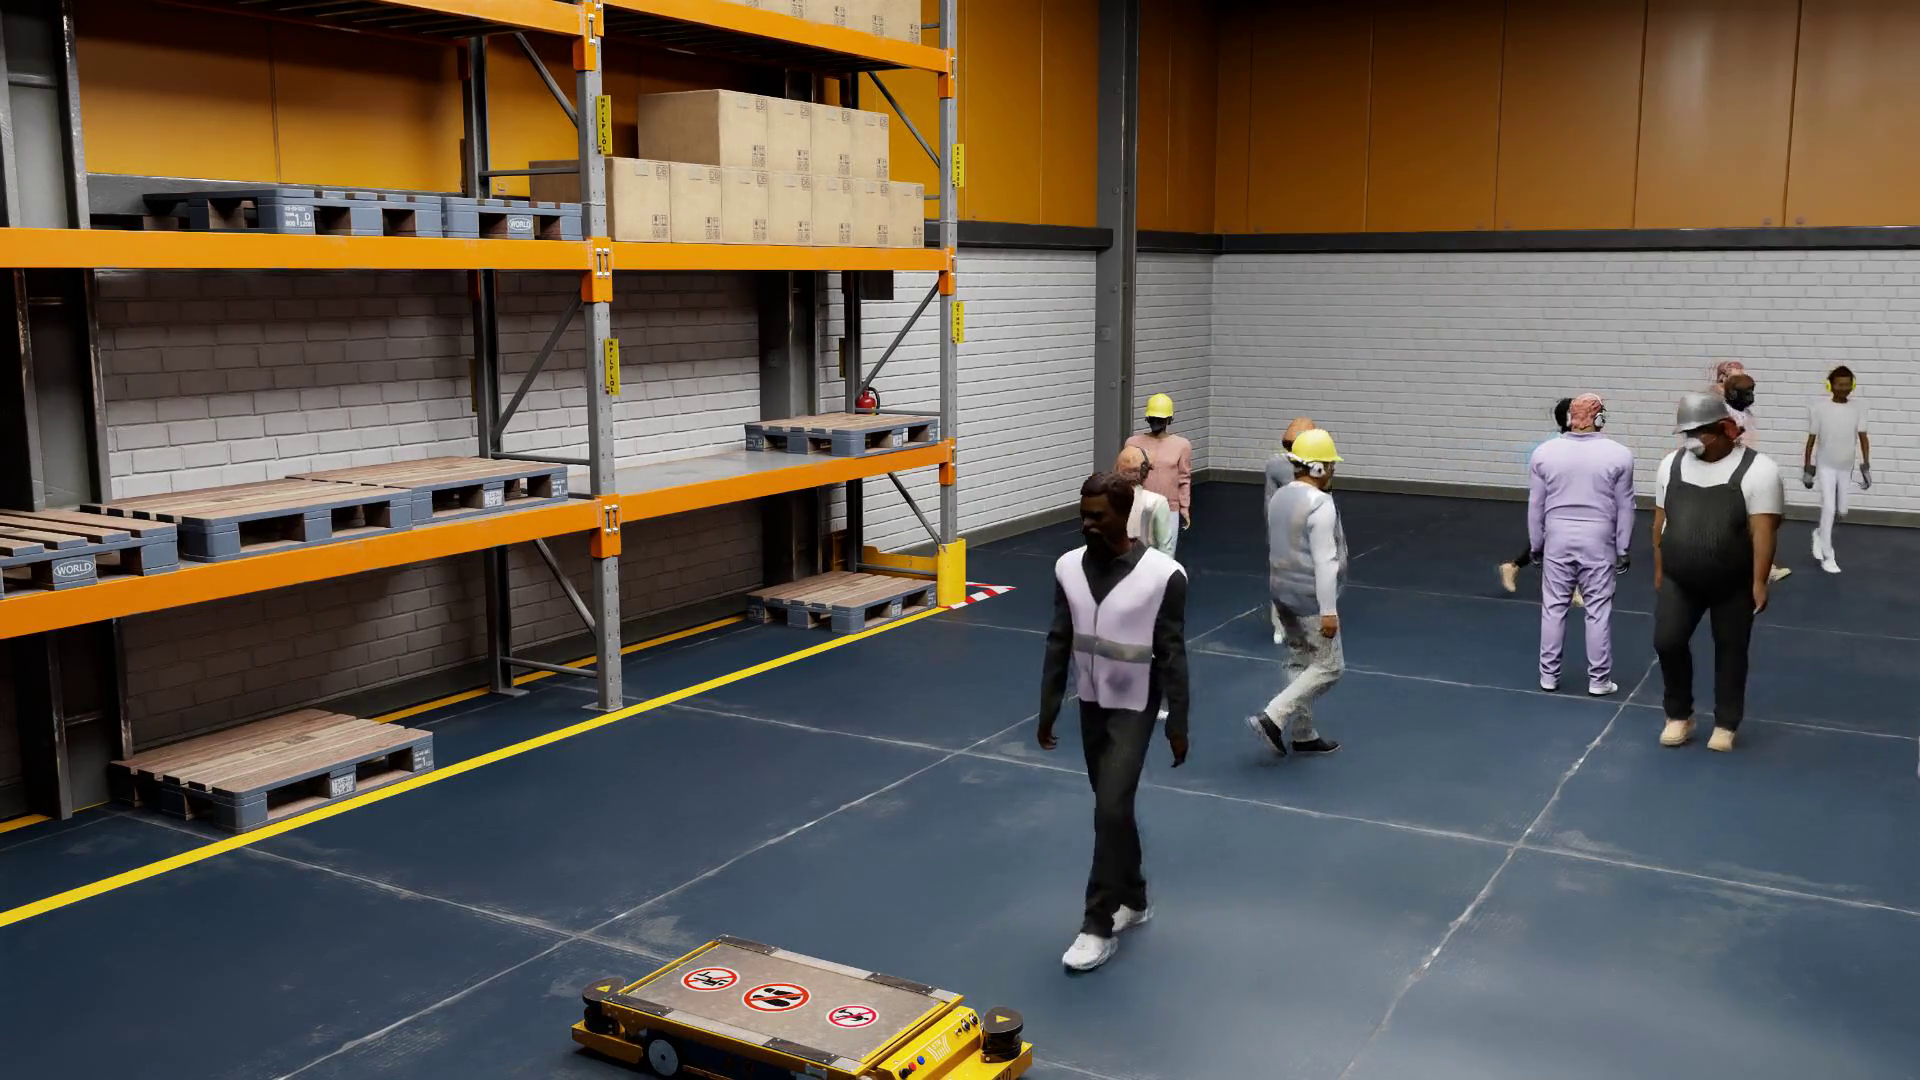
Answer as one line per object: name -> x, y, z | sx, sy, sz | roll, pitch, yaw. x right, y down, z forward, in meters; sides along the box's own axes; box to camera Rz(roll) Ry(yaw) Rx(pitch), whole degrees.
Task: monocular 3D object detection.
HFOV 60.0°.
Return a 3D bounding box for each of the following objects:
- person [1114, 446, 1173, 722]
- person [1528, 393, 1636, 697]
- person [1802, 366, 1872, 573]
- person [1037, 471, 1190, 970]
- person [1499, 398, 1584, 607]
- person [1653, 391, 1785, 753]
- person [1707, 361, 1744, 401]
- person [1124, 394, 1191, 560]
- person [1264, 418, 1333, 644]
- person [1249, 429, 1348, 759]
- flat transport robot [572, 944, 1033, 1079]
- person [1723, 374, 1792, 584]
person -> 1.015, 0.265, 9.816 | 0.513, 1.639, 0.313 | 6, 11, 31
person -> 3.907, 0.032, 10.466 | 0.637, 1.901, 0.403 | 6, 11, 31
person -> 7.866, -0.659, 14.987 | 0.518, 1.840, 0.806 | 1, 9, 5
person -> 0.523, 0.684, 6.434 | 0.607, 1.885, 0.827 | 9, 13, 44
person -> 4.720, -0.304, 13.270 | 0.665, 1.680, 0.540 | 8, 12, 43
person -> 4.138, 0.168, 9.173 | 0.701, 2.000, 0.551 | 8, 12, 40
person -> 6.833, -0.701, 15.121 | 0.655, 1.877, 0.764 | -8, 12, -40
person -> 1.469, -0.216, 12.443 | 0.523, 1.762, 0.328 | 0, 9, -3
person -> 2.411, -0.058, 11.849 | 0.498, 1.633, 0.282 | 6, 11, 31
person -> 1.833, 0.310, 8.975 | 0.499, 1.817, 0.618 | -2, 9, -15
flat transport robot -> -0.539, 1.630, 5.552 | 1.431, 0.197, 0.652 | 5, 11, 30
person -> 6.581, -0.501, 14.133 | 0.654, 1.794, 0.981 | -6, 11, -35
